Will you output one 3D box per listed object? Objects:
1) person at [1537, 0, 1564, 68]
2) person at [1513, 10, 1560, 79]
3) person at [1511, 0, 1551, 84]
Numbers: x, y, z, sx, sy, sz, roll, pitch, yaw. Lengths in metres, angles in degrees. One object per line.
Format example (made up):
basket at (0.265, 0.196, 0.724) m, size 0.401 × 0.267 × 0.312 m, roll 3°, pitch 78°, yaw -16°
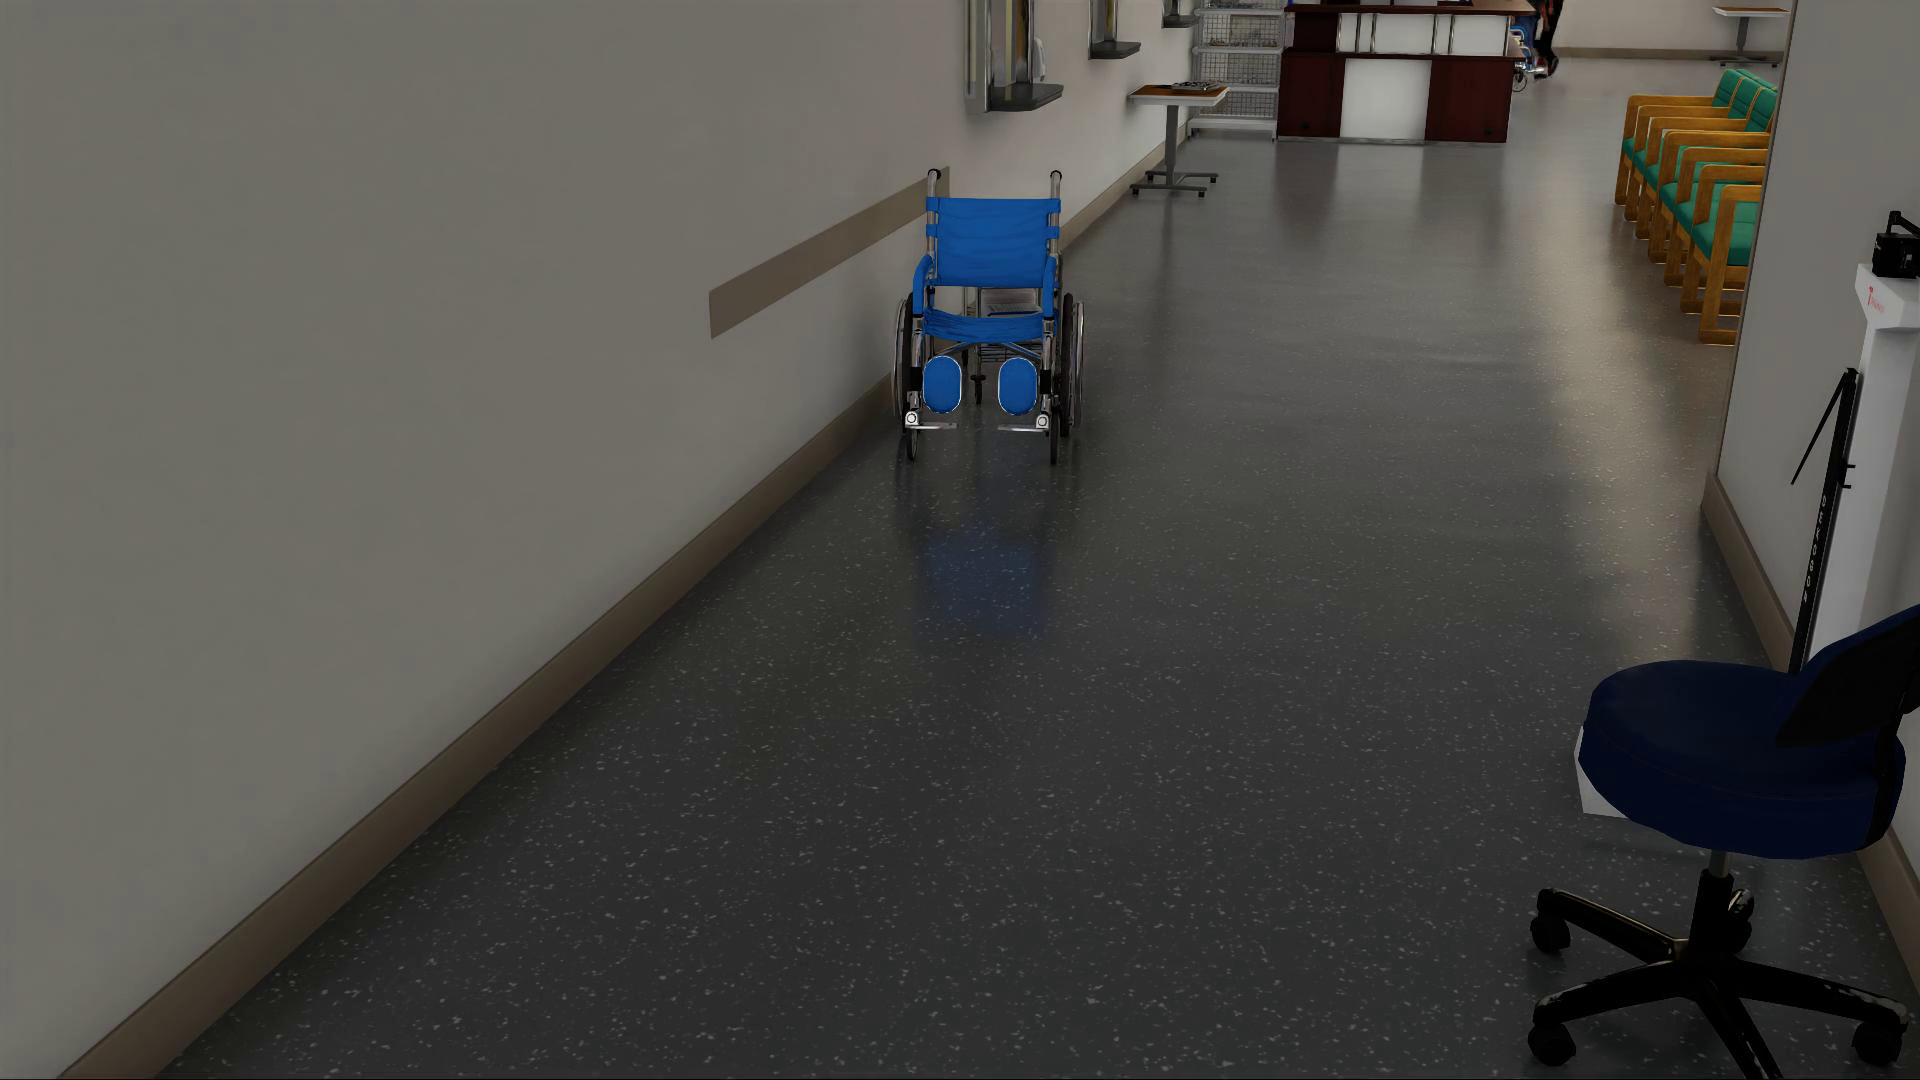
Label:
person at (8.945, -8.070, 25.120) m, size 0.641 × 1.758 × 0.674 m, roll 10°, pitch 23°, yaw 25°
person at (7.930, -7.262, 22.892) m, size 1.121 × 1.825 × 0.952 m, roll 18°, pitch 27°, yaw 39°
person at (7.594, -6.990, 22.521) m, size 1.022 × 1.578 × 1.082 m, roll -13°, pitch 24°, yaw -30°
